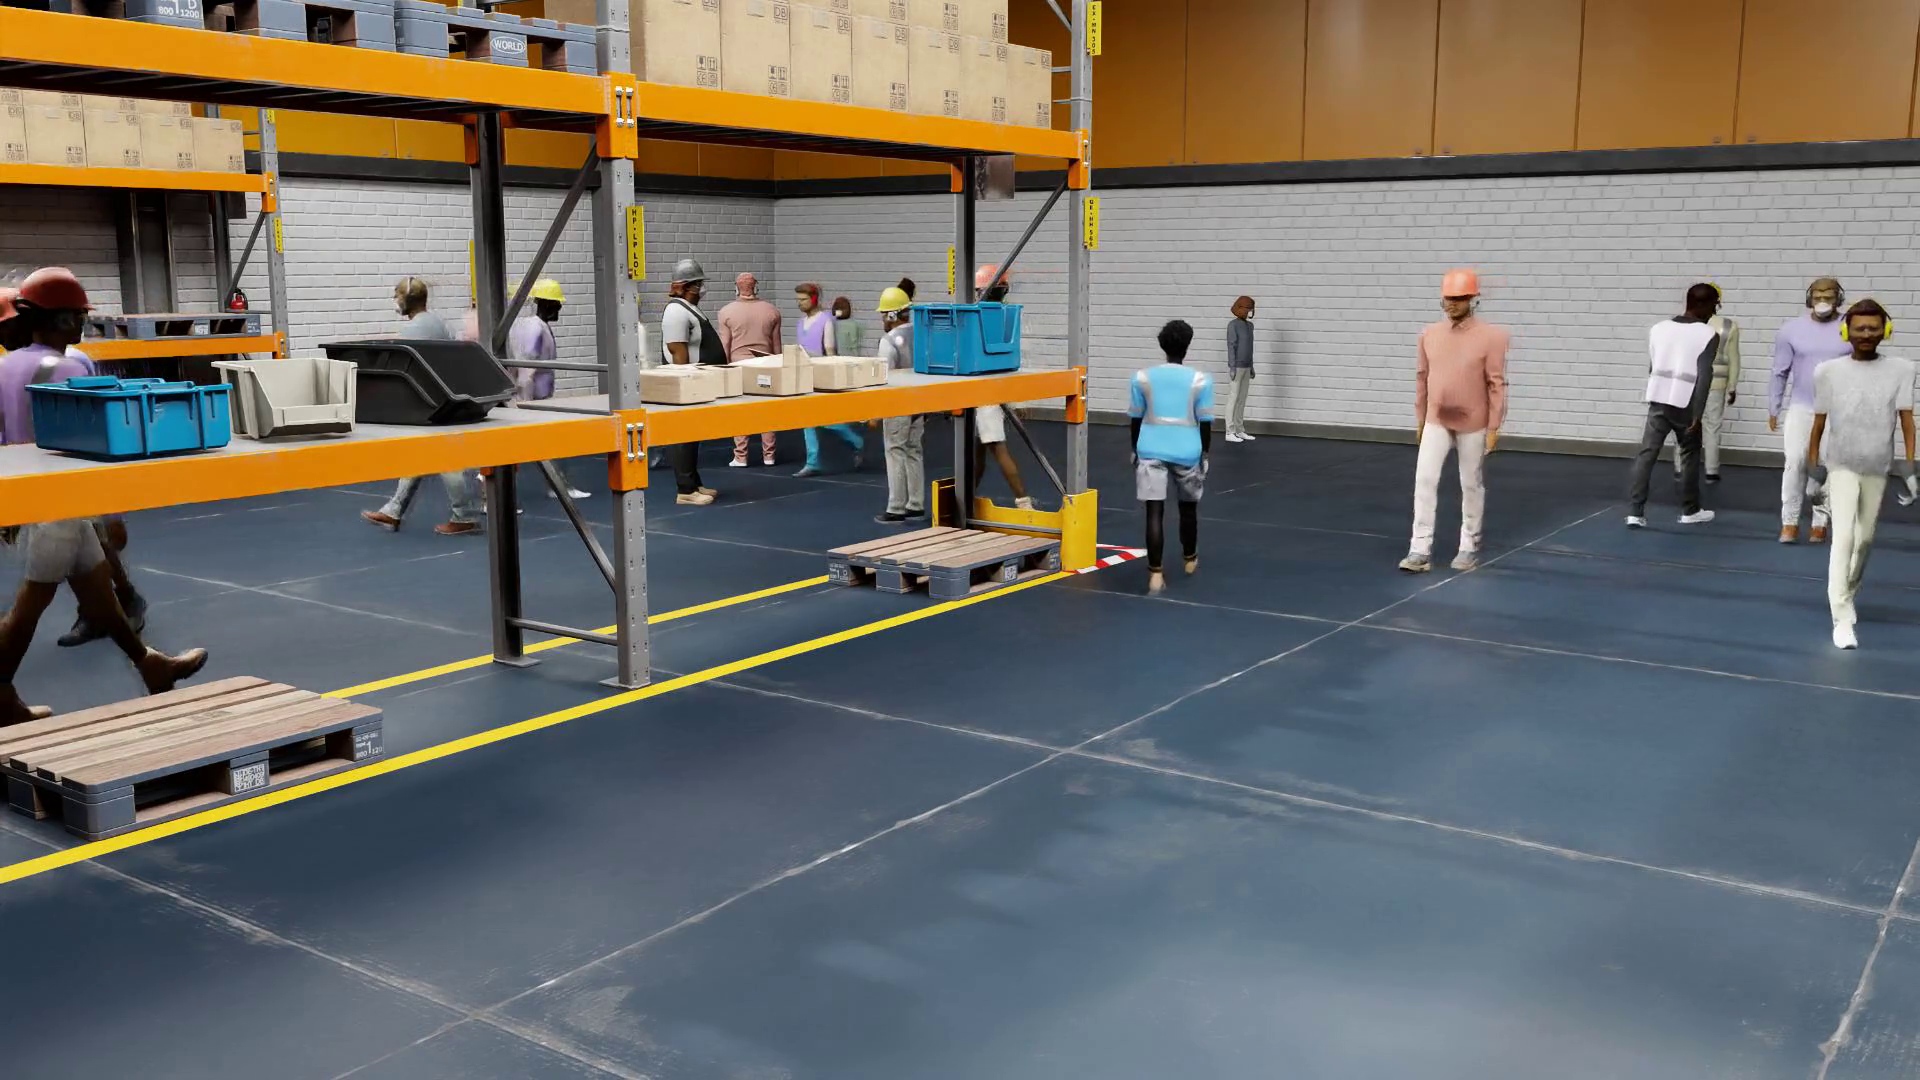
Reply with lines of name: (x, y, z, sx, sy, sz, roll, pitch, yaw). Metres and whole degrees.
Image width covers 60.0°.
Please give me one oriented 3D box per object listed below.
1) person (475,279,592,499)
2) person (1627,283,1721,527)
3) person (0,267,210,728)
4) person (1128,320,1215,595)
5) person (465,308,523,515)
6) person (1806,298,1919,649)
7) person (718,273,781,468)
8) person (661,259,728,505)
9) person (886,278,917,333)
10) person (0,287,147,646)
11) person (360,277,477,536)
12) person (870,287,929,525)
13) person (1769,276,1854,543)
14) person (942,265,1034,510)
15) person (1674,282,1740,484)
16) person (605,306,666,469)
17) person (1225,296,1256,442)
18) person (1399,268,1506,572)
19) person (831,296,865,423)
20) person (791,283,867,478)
person: (-3.676, -1.270, 14.109, 0.921, 1.884, 0.591, -2, 10, -11)
person: (5.439, -1.009, 12.625, 0.979, 1.856, 0.612, -7, 12, -38)
person: (-3.890, -0.190, 7.312, 0.632, 1.984, 1.071, 8, 12, 39)
person: (1.311, -0.529, 10.334, 0.539, 1.656, 0.848, 2, 10, 10)
person: (-3.682, -1.129, 13.225, 0.443, 1.894, 0.693, -3, 10, -15)
person: (4.850, -0.388, 8.974, 0.514, 1.835, 0.938, 3, 10, 16)
person: (-2.069, -1.653, 16.295, 0.642, 1.905, 0.399, -4, 10, -23)
person: (-2.214, -1.326, 13.938, 0.538, 2.000, 0.685, 0, 10, -2)
person: (-0.648, -2.152, 19.531, 0.535, 1.826, 0.970, -5, 11, -27)
person: (-4.695, -0.365, 8.672, 0.596, 1.888, 0.616, 1, 10, 8)
person: (-4.027, -0.959, 12.175, 0.975, 1.893, 0.655, 0, 10, 1)
person: (-0.443, -1.018, 12.773, 0.420, 1.820, 0.619, 6, 11, 33)
person: (6.106, -0.906, 11.825, 0.662, 1.911, 0.722, 5, 11, 27)
person: (0.238, -1.109, 12.801, 1.048, 1.997, 0.609, 7, 12, 36)
person: (6.770, -1.425, 15.150, 0.598, 1.829, 0.404, 6, 11, 32)
person: (-3.109, -1.492, 15.740, 0.559, 1.753, 0.481, 7, 12, 37)
person: (3.162, -1.923, 18.706, 0.289, 1.632, 0.497, 7, 12, 37)
person: (3.157, -0.751, 10.706, 0.641, 1.958, 0.892, 8, 12, 39)
person: (-1.397, -2.202, 20.460, 0.537, 1.600, 0.722, 7, 12, 38)
person: (-1.256, -1.491, 15.583, 0.674, 1.815, 0.602, -6, 11, -33)
